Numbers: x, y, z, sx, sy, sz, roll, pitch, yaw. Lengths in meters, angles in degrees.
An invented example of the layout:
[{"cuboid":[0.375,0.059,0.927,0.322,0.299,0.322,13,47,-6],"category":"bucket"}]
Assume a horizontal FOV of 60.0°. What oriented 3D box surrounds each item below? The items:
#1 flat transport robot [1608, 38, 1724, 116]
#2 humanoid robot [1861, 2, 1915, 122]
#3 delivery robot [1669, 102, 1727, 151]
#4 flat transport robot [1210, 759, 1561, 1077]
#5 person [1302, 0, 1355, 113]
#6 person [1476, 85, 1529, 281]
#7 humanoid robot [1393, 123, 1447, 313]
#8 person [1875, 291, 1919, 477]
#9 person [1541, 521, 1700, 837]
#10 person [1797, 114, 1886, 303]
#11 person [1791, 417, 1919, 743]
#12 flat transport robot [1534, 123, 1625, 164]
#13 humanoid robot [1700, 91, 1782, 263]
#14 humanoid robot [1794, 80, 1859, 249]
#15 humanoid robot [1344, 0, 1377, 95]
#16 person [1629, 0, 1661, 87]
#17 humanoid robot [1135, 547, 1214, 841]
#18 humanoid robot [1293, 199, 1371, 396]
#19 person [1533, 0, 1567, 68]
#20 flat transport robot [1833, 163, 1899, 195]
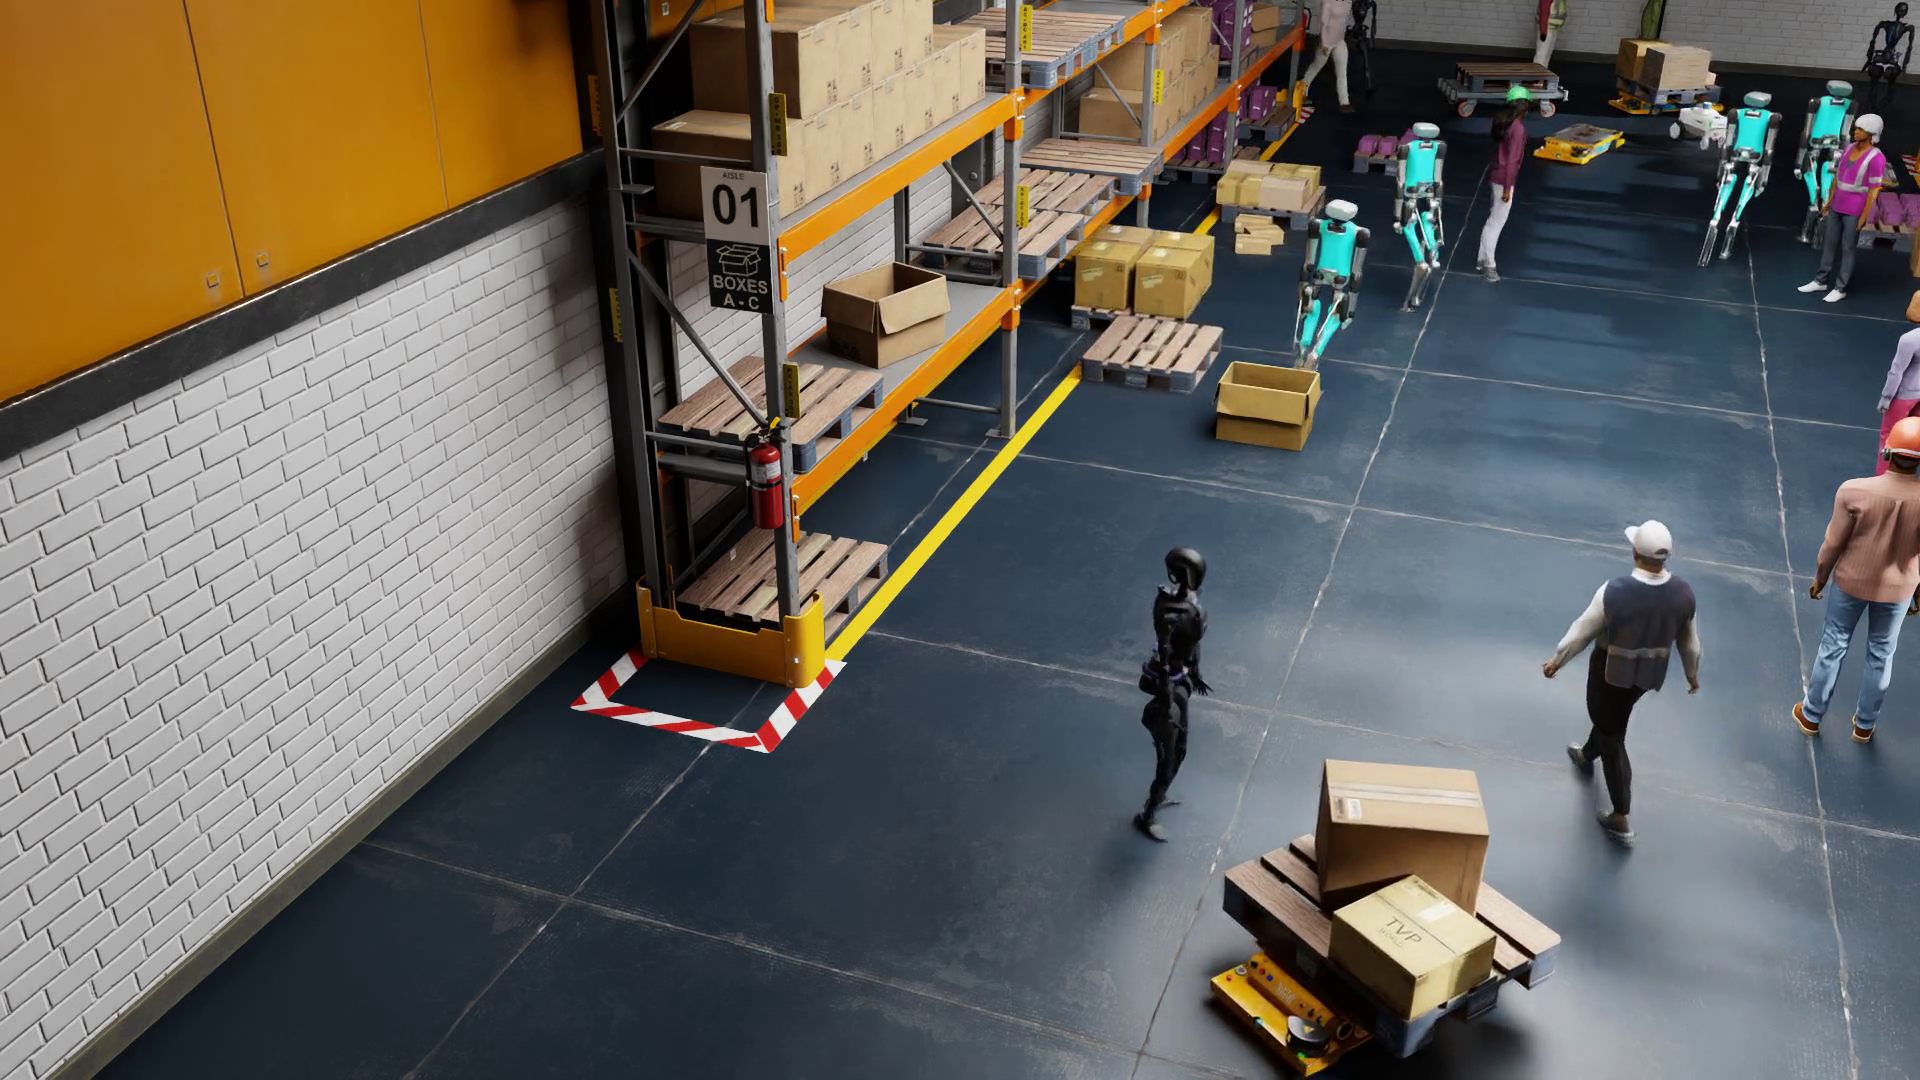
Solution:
[{"cuboid":[10.197,-6.324,24.017,1.431,0.231,0.659,-4,28,-8],"category":"flat transport robot"},{"cuboid":[12.807,-6.594,23.005,0.586,1.651,0.338,23,35,37],"category":"humanoid robot"},{"cuboid":[9.901,-5.530,22.158,0.499,0.587,0.785,-6,28,-11],"category":"delivery robot"},{"cuboid":[1.948,1.999,7.872,1.431,0.231,0.659,-16,31,-28],"category":"flat transport robot"},{"cuboid":[5.310,-7.129,23.831,0.646,1.889,1.067,-15,31,-27],"category":"person"},{"cuboid":[5.600,-3.641,17.040,0.398,1.907,0.709,-1,27,-2],"category":"person"},{"cuboid":[4.542,-3.079,16.150,0.578,1.795,0.816,-10,29,-18],"category":"humanoid robot"},{"cuboid":[7.020,-1.069,12.343,0.498,1.627,0.285,-13,30,-24],"category":"person"},{"cuboid":[3.550,0.684,8.849,0.767,1.713,0.912,-5,28,-9],"category":"person"},{"cuboid":[8.736,-3.268,16.366,0.341,1.847,0.512,-8,28,-15],"category":"person"},{"cuboid":[5.157,0.239,9.406,0.609,1.995,0.376,9,29,17],"category":"person"},{"cuboid":[8.156,-5.208,21.853,0.659,0.231,1.431,21,34,35],"category":"flat transport robot"},{"cuboid":[8.120,-3.692,17.437,0.545,1.897,0.704,21,34,34],"category":"humanoid robot"},{"cuboid":[9.317,-3.927,17.887,0.549,1.915,0.716,-1,27,-1],"category":"humanoid robot"},{"cuboid":[5.921,-7.452,24.714,0.615,1.616,0.729,-4,28,-7],"category":"humanoid robot"},{"cuboid":[10.280,-7.545,24.893,0.265,1.631,0.506,5,28,10],"category":"person"},{"cuboid":[1.121,0.781,8.723,0.340,1.642,0.595,11,29,21],"category":"humanoid robot"},{"cuboid":[2.937,-1.858,13.772,0.555,1.772,0.960,16,31,28],"category":"humanoid robot"},{"cuboid":[8.811,-7.638,24.863,0.431,1.836,0.634,20,33,34],"category":"person"},{"cuboid":[11.037,-4.423,20.330,0.659,0.231,1.431,10,29,19],"category":"flat transport robot"}]
